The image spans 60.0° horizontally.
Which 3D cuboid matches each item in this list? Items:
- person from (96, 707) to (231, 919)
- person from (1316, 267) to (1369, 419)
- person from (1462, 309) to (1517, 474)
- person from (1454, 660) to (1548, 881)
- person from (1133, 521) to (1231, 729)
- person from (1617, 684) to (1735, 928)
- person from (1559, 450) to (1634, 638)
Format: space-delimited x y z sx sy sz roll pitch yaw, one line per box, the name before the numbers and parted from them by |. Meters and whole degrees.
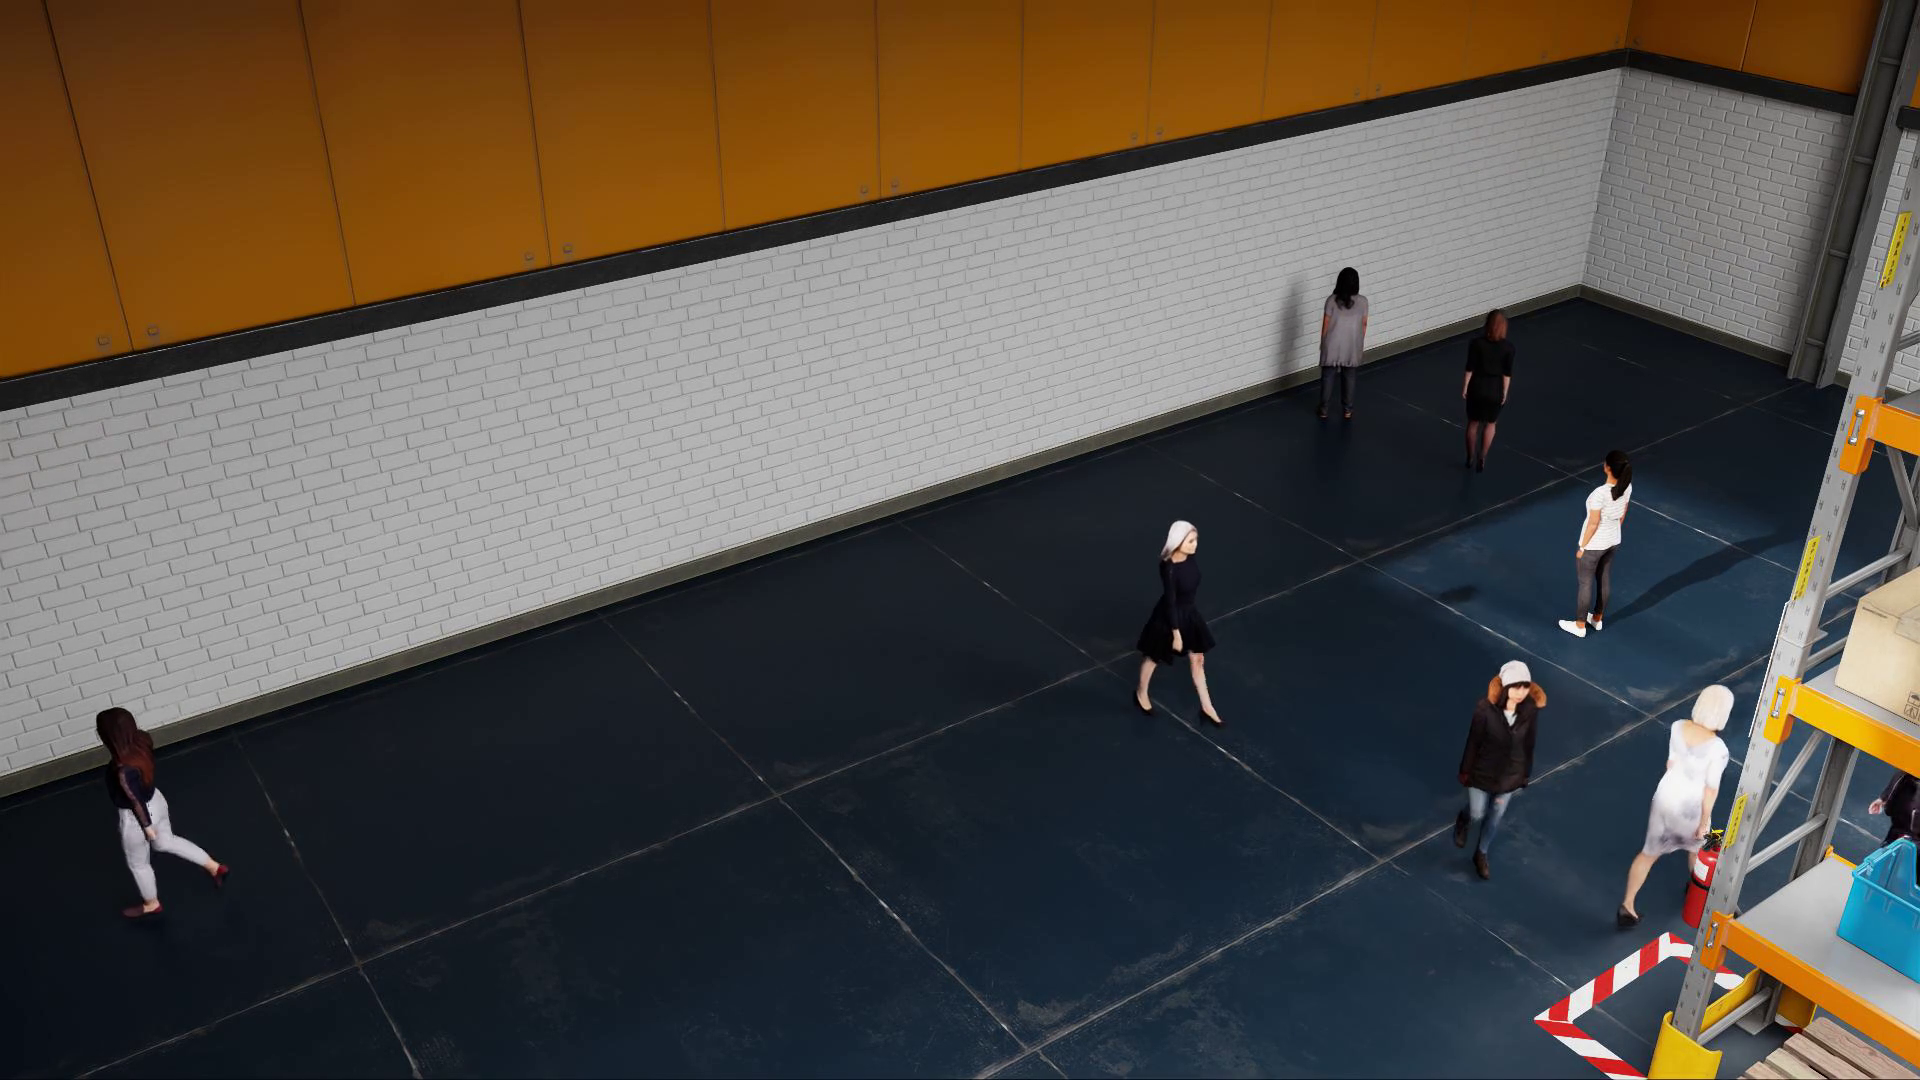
person | -5.078 1.715 10.473 0.934 1.588 0.971 -3 29 -6
person | 3.989 -2.064 17.381 0.774 1.609 0.828 1 29 2
person | 5.058 -1.373 16.029 0.856 1.690 0.891 8 30 15
person | 3.485 1.452 10.919 0.806 1.624 0.864 0 29 -1
person | 1.512 0.611 12.364 1.108 1.716 0.863 18 33 29
person | 4.448 1.707 10.380 0.619 1.693 1.008 -18 34 -30
person | 5.210 0.017 13.526 0.589 1.647 0.553 -15 32 -25
